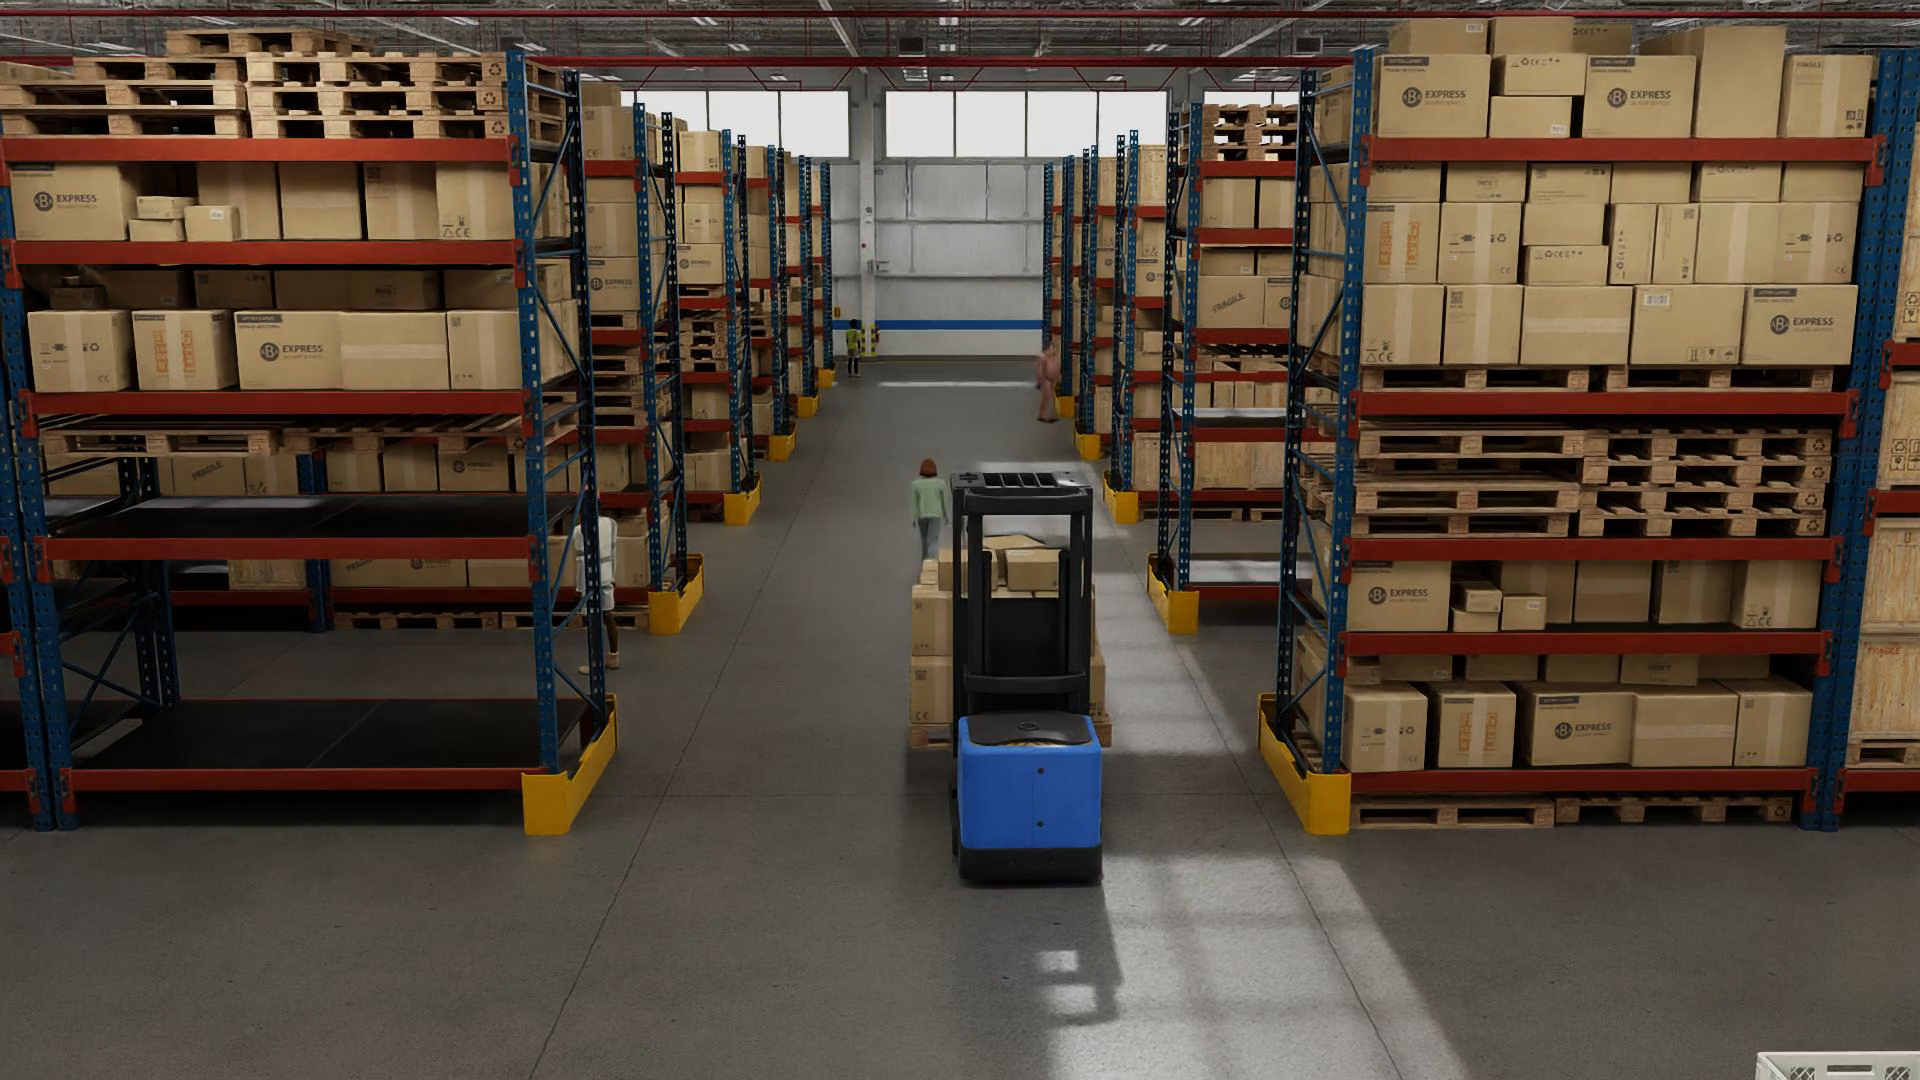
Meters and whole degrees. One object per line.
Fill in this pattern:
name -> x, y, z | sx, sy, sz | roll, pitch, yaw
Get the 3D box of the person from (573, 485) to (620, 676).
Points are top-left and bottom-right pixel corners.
person -> -3.895, 0.428, 17.671 | 0.392, 2.038, 0.611 | 6, 13, 28

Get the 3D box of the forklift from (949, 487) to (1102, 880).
forklift -> 0.495, 0.986, 12.813 | 1.129, 2.768, 1.873 | 0, 11, -2

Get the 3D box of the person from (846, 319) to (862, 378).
person -> -3.069, -5.528, 48.045 | 0.535, 1.697, 0.318 | 9, 15, 38

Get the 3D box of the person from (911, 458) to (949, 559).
person -> -0.419, -0.297, 22.363 | 0.497, 1.600, 0.808 | 2, 12, 9

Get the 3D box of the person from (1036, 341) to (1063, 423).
person -> 2.107, -3.613, 38.167 | 0.898, 1.860, 0.663 | 9, 15, 38
